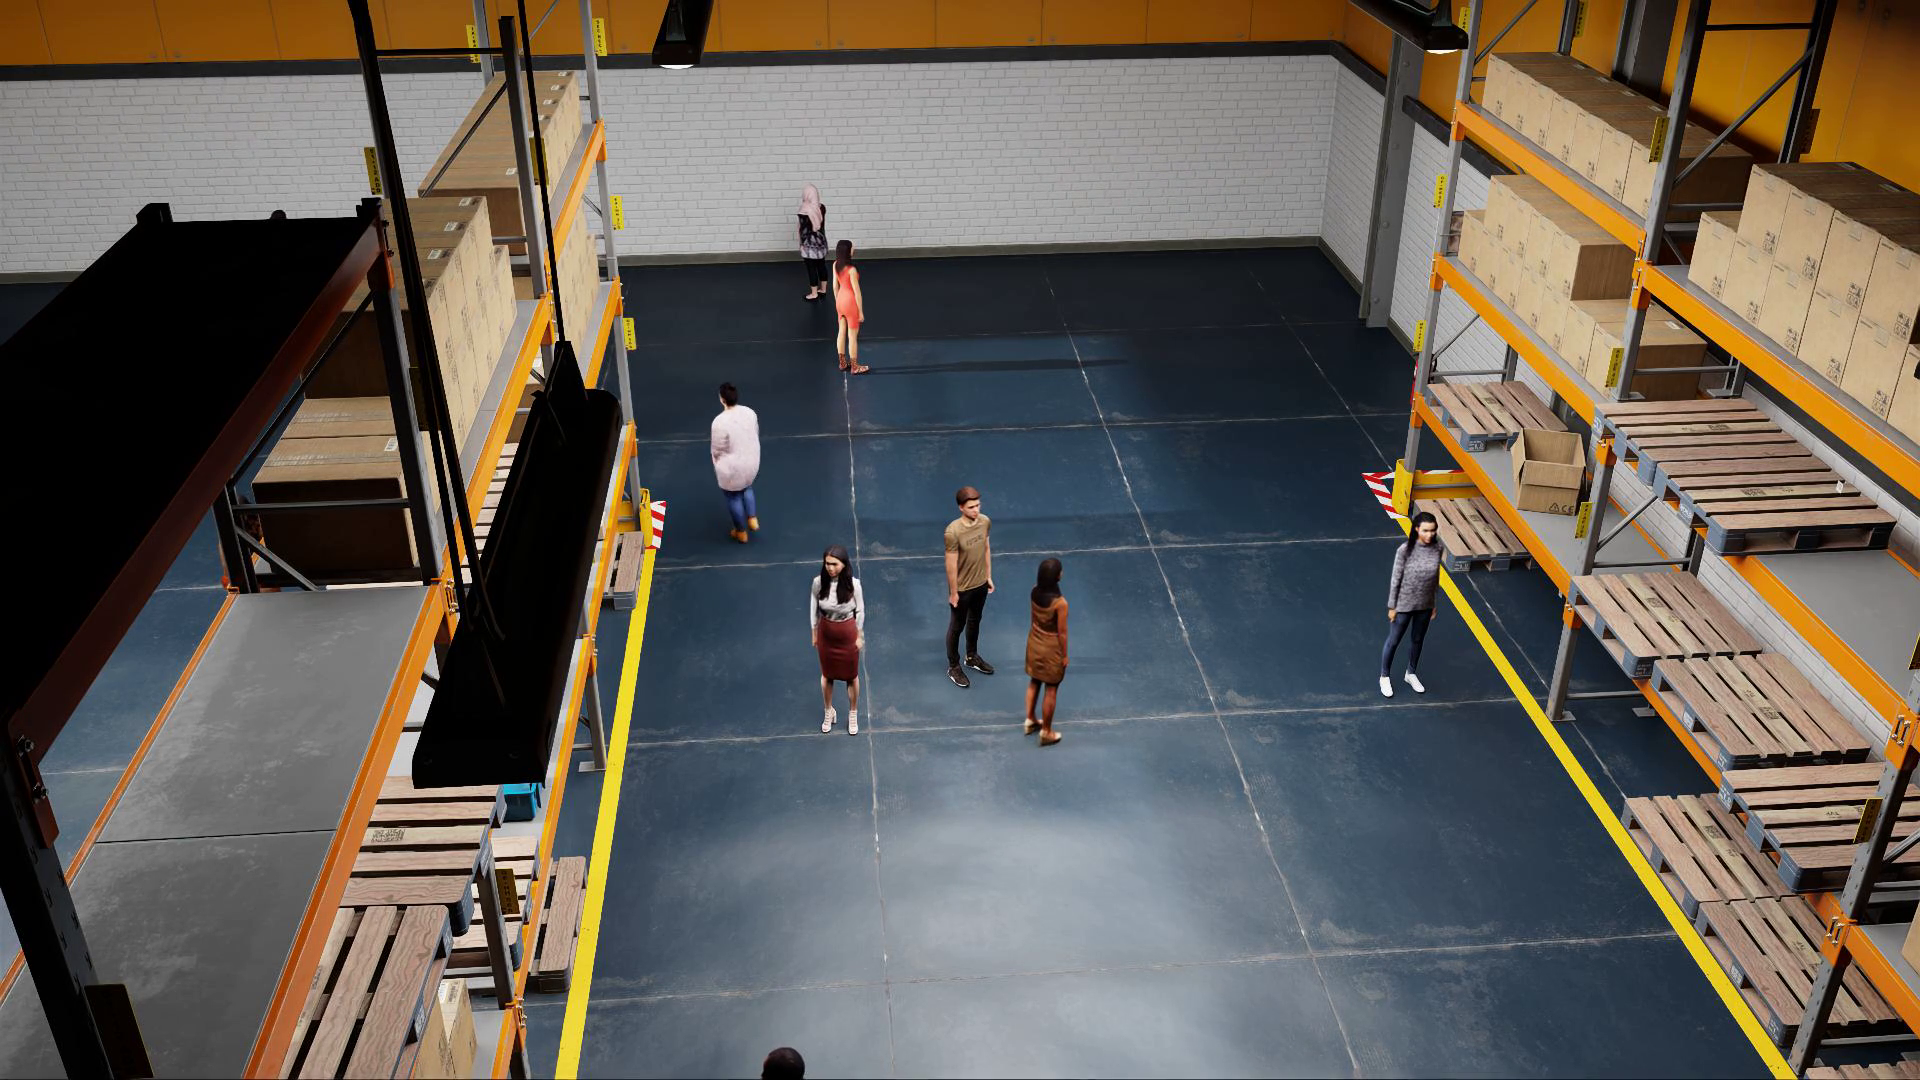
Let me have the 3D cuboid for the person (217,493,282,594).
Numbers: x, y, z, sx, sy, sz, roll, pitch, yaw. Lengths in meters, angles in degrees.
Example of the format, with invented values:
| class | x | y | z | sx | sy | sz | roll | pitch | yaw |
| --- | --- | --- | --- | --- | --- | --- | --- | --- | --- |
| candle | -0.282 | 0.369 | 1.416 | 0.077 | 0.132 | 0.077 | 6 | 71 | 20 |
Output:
| class | x | y | z | sx | sy | sz | roll | pitch | yaw |
| --- | --- | --- | --- | --- | --- | --- | --- | --- | --- |
| person | -6.205 | 0.365 | 14.640 | 0.747 | 1.720 | 0.712 | -12 | 31 | -21 |

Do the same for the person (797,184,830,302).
| class | x | y | z | sx | sy | sz | roll | pitch | yaw |
| --- | --- | --- | --- | --- | --- | --- | --- | --- | --- |
| person | -2.016 | -4.111 | 22.931 | 0.812 | 1.637 | 0.747 | 21 | 35 | 33 |

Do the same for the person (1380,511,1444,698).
| class | x | y | z | sx | sy | sz | roll | pitch | yaw |
| --- | --- | --- | --- | --- | --- | --- | --- | --- | --- |
| person | 3.902 | 0.531 | 14.323 | 0.631 | 1.733 | 0.555 | -6 | 29 | -11 |

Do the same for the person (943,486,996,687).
| class | x | y | z | sx | sy | sz | roll | pitch | yaw |
| --- | --- | --- | --- | --- | --- | --- | --- | --- | --- |
| person | 0.067 | 0.368 | 14.496 | 0.745 | 1.852 | 0.780 | -25 | 37 | -37 |

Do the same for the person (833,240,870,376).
| class | x | y | z | sx | sy | sz | roll | pitch | yaw |
| --- | --- | --- | --- | --- | --- | --- | --- | --- | --- |
| person | -1.388 | -2.894 | 20.615 | 0.658 | 1.719 | 0.728 | 24 | 37 | 37 |

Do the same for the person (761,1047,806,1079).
| class | x | y | z | sx | sy | sz | roll | pitch | yaw |
| --- | --- | --- | --- | --- | --- | --- | --- | --- | --- |
| person | -0.909 | 3.410 | 8.979 | 0.660 | 1.795 | 0.514 | -5 | 29 | -10 |

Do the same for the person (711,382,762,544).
| class | x | y | z | sx | sy | sz | roll | pitch | yaw |
| --- | --- | --- | --- | --- | --- | --- | --- | --- | --- |
| person | -2.192 | -0.757 | 16.682 | 0.847 | 1.734 | 0.879 | -21 | 35 | -33 |

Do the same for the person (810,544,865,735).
| class | x | y | z | sx | sy | sz | roll | pitch | yaw |
| --- | --- | --- | --- | --- | --- | --- | --- | --- | --- |
| person | -1.009 | 0.826 | 13.763 | 0.639 | 1.751 | 0.582 | 4 | 29 | 7 |

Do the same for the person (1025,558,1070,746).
| class | x | y | z | sx | sy | sz | roll | pitch | yaw |
| --- | --- | --- | --- | --- | --- | --- | --- | --- | --- |
| person | 0.715 | 0.907 | 13.685 | 0.706 | 1.684 | 0.614 | -21 | 35 | -33 |
